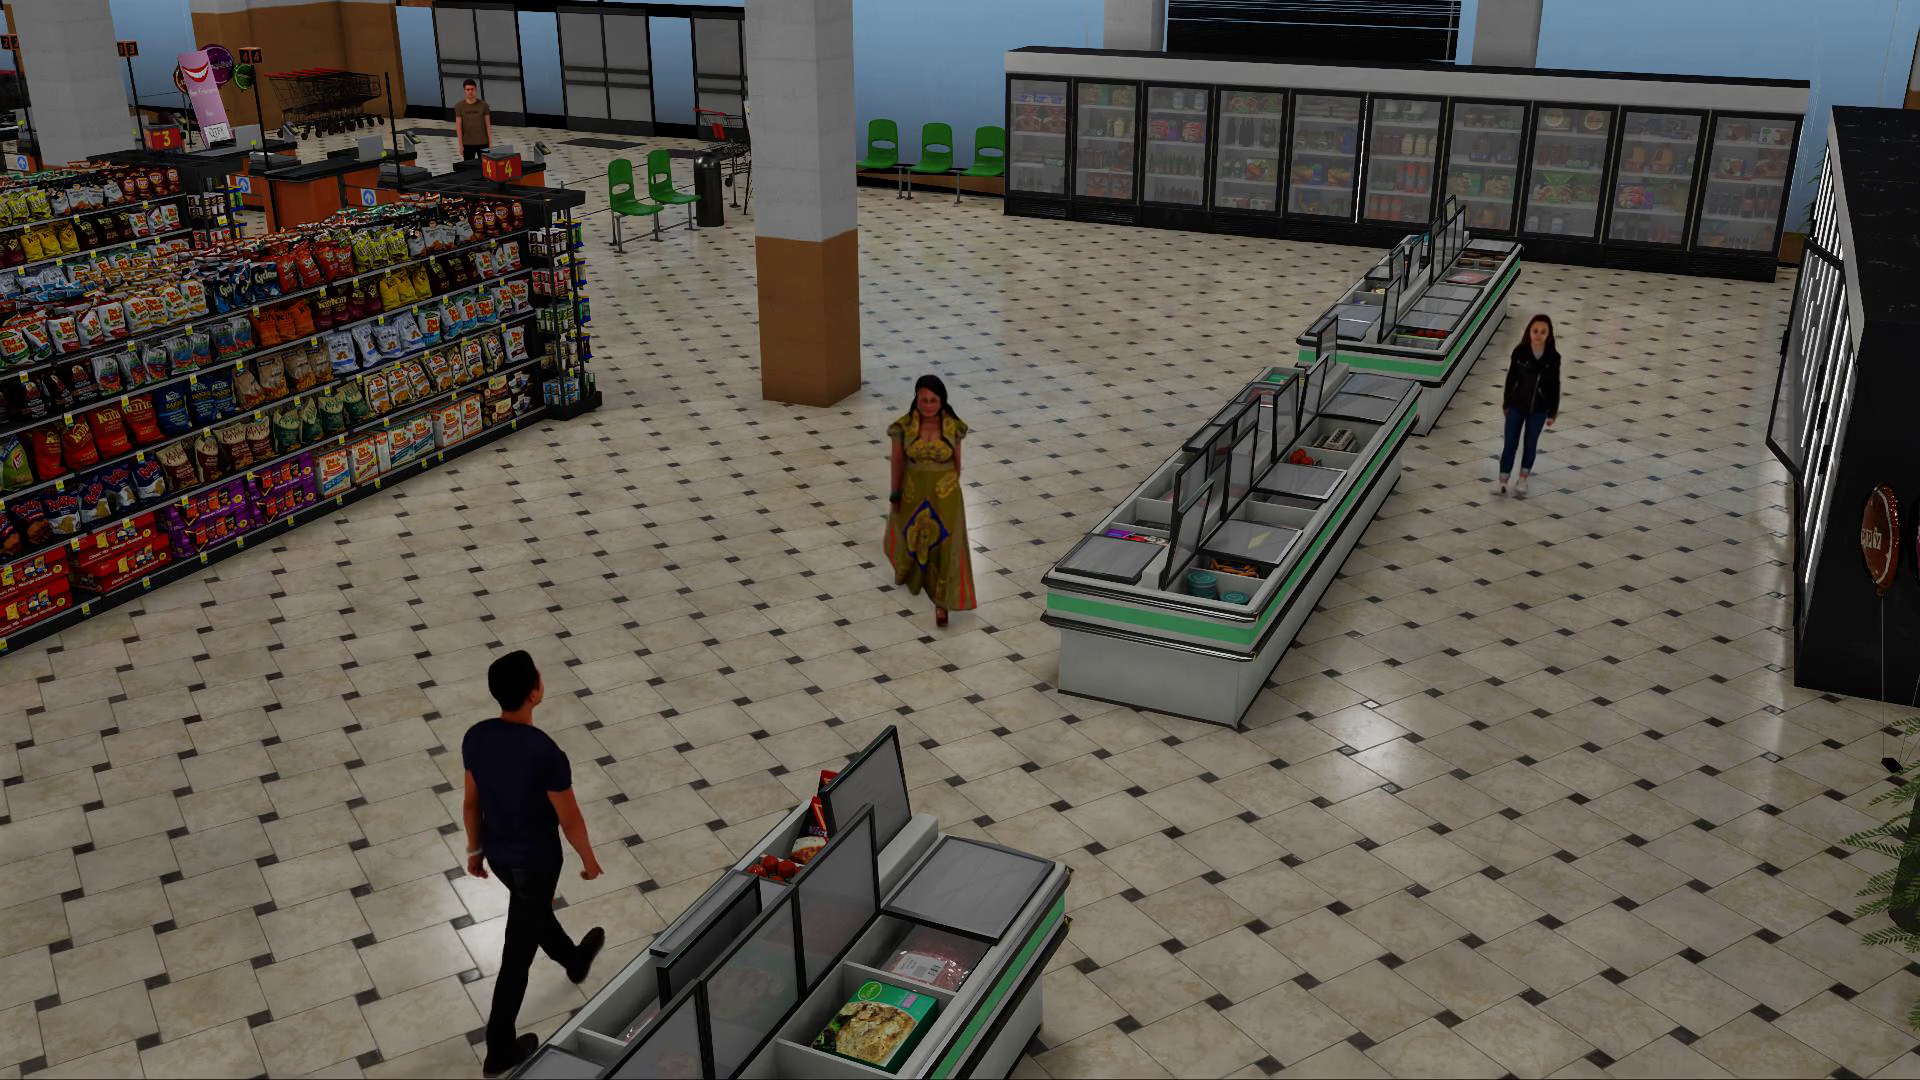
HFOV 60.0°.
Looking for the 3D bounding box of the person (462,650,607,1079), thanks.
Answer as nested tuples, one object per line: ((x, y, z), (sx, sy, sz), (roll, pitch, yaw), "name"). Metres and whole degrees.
((-1.826, 1.352, 6.731), (0.673, 1.736, 1.114), (11, 24, 25), "person")

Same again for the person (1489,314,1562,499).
((4.502, -1.073, 13.129), (0.596, 1.466, 0.784), (11, 25, 26), "person")

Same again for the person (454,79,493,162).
((-7.117, -5.819, 24.423), (0.730, 1.852, 0.803), (-9, 24, -21), "person")

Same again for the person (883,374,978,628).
((-0.226, -0.313, 11.017), (1.103, 1.630, 1.267), (-3, 22, -7), "person")

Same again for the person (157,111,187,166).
((-10.171, -4.645, 21.575), (0.618, 1.796, 0.515), (9, 24, 21), "person")
